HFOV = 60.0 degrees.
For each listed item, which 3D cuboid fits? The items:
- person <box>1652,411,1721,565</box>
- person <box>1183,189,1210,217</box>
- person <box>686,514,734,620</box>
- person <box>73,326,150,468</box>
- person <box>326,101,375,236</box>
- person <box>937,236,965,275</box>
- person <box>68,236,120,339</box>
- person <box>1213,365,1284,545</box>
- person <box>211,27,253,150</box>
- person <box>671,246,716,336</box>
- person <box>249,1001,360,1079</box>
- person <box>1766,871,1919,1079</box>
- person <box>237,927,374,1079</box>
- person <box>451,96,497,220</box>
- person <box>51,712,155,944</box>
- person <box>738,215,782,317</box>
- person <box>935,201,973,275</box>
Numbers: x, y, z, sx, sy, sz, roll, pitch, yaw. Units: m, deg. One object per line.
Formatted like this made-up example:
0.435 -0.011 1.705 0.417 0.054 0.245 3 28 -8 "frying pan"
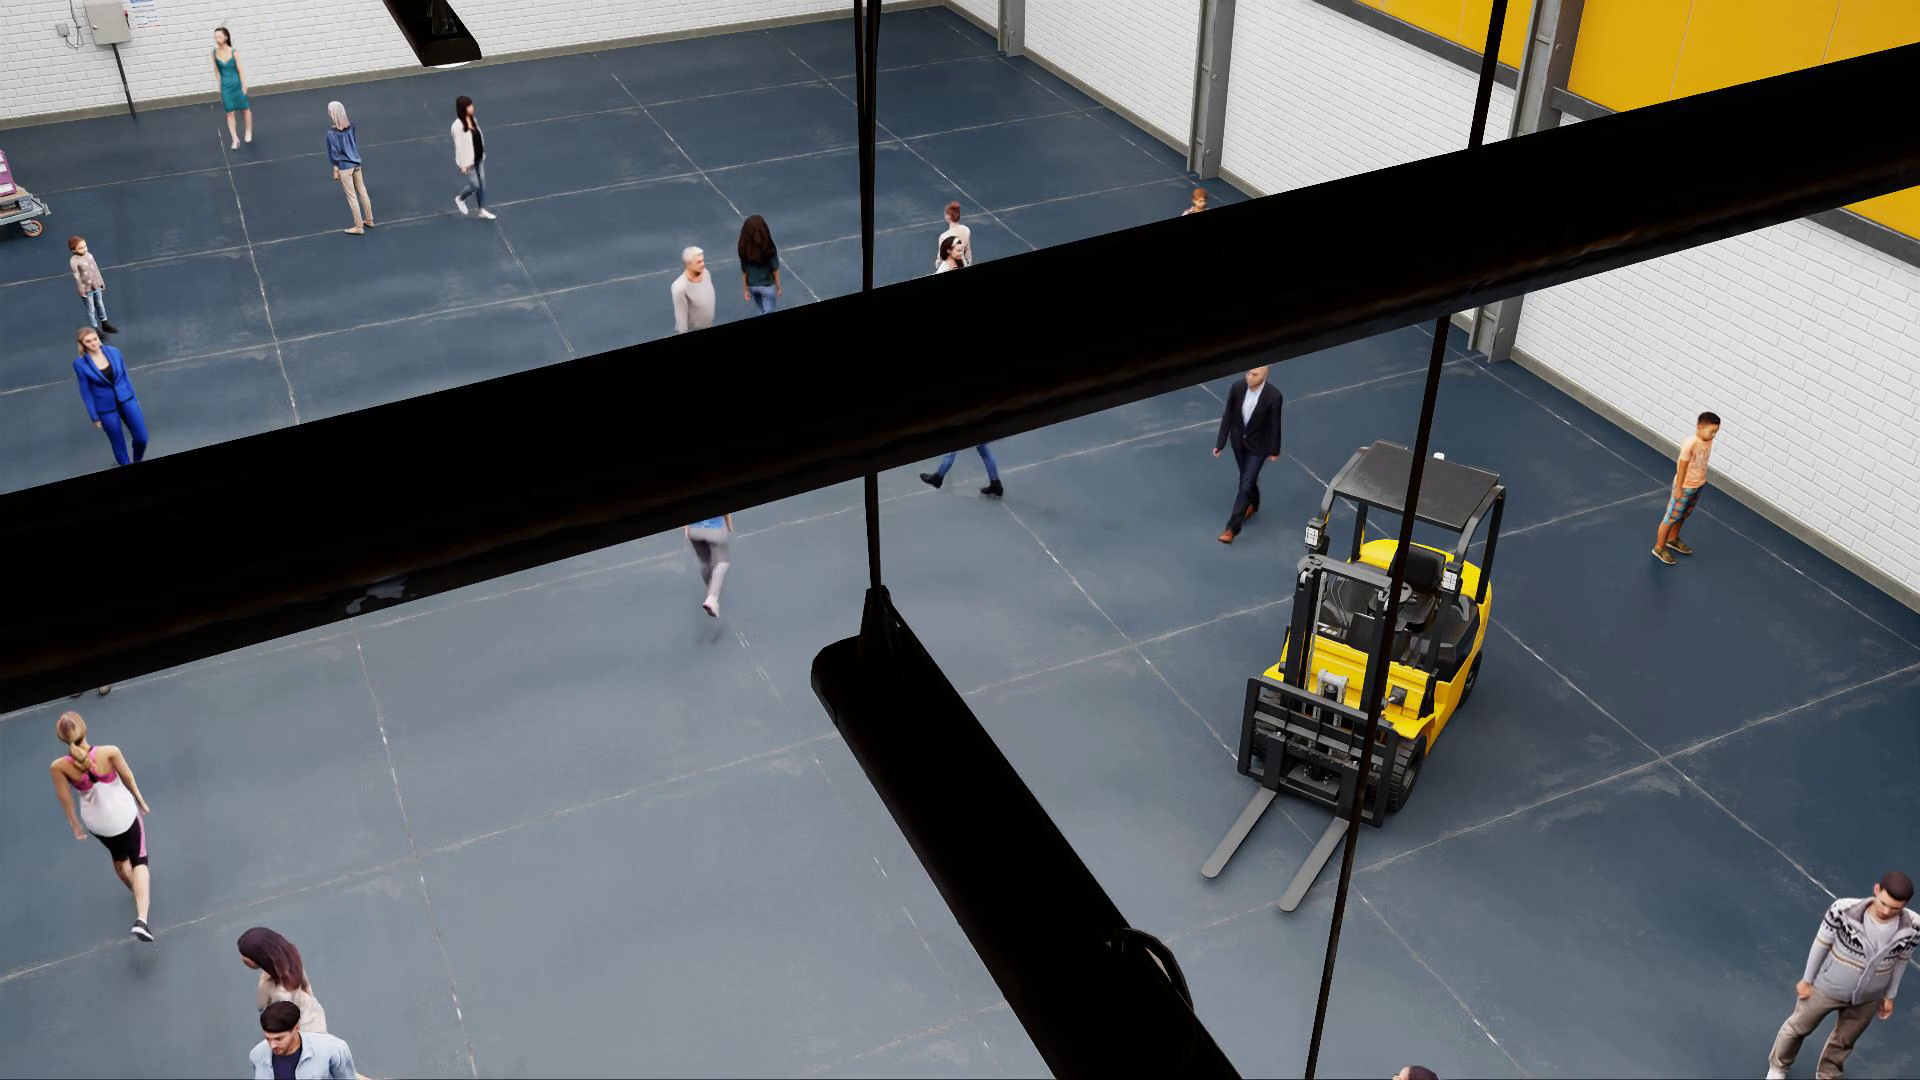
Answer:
6.507 -0.504 14.880 0.568 1.461 0.549 -23 40 -30 "person"
2.758 -3.522 19.565 0.583 1.301 0.569 -4 34 -6 "person"
-2.135 -0.052 14.076 0.837 1.598 0.992 2 34 4 "person"
-8.100 -1.283 15.846 0.710 1.688 0.723 26 42 34 "person"
-7.716 -4.709 20.992 0.766 1.697 0.701 10 35 15 "person"
-0.184 -2.326 17.316 1.032 1.797 0.951 15 37 22 "person"
-9.774 -2.850 18.650 0.603 1.193 0.552 15 36 21 "person"
2.690 -0.898 15.201 1.183 1.762 1.068 24 41 32 "person"
-10.302 -6.450 23.645 0.774 1.660 0.964 -3 34 -4 "person"
-2.759 -2.118 16.941 1.292 1.867 1.131 20 38 27 "person"
-3.514 3.156 9.058 0.752 1.810 0.707 -2 34 -3 "person"
5.245 2.616 9.825 0.766 1.860 0.800 8 35 12 "person"
-3.714 2.847 9.612 0.697 1.711 0.980 -13 36 -18 "person"
-6.339 -4.893 21.341 0.908 1.619 0.843 14 36 20 "person"
-5.588 1.909 10.974 0.668 1.767 1.035 -12 35 -17 "person"
-2.178 -2.720 18.092 0.963 1.595 1.067 8 34 12 "person"
0.011 -2.769 18.034 0.802 1.742 1.162 -26 42 -33 "person"
